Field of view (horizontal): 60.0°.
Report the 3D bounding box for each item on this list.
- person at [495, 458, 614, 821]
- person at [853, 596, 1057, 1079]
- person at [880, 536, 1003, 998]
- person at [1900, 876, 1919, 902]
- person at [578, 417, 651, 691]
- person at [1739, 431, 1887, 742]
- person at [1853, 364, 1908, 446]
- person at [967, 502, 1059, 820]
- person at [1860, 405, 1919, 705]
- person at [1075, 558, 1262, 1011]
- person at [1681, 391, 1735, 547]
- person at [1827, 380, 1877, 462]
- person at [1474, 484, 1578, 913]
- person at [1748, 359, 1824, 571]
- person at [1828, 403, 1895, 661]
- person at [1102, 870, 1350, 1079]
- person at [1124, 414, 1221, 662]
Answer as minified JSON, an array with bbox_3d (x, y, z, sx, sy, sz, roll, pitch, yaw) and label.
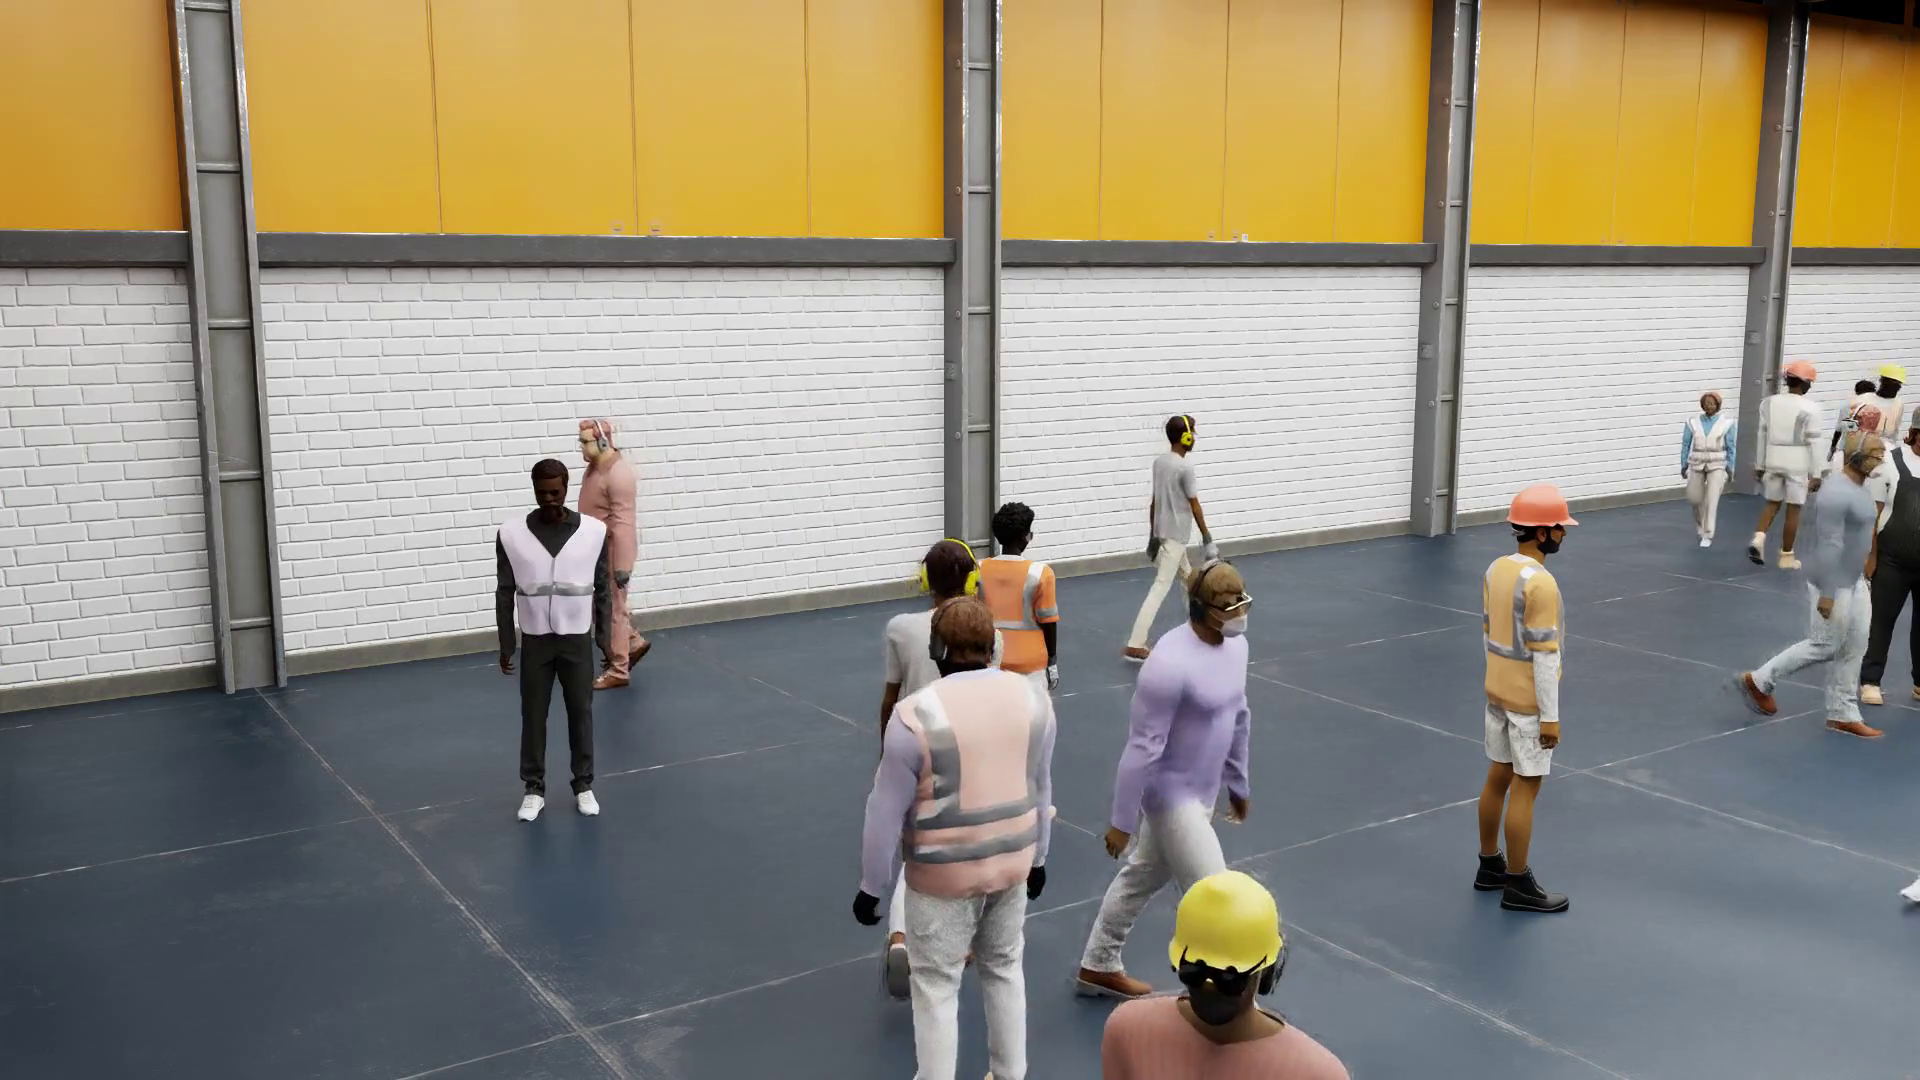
[{"bbox_3d":[-2.133,0.515,8.779,0.597,1.915,0.371,-2,10,-14],"label":"person"},{"bbox_3d":[-0.005,1.100,5.507,0.719,1.830,0.431,-6,11,-31],"label":"person"},{"bbox_3d":[-0.096,0.916,6.612,0.569,1.843,0.692,3,10,17],"label":"person"},{"bbox_3d":[4.651,0.832,7.484,0.836,1.709,0.500,-6,11,-33],"label":"person"},{"bbox_3d":[-2.406,0.096,11.384,0.450,1.884,0.660,-5,11,-28],"label":"person"},{"bbox_3d":[5.340,0.262,10.306,0.656,1.918,0.768,-9,13,-44],"label":"person"},{"bbox_3d":[9.699,-0.941,17.719,0.614,1.868,0.953,0,9,-1],"label":"person"},{"bbox_3d":[0.274,0.645,8.669,0.531,1.692,0.320,4,10,24],"label":"person"},{"bbox_3d":[6.321,0.093,10.949,0.681,2.000,0.536,2,10,10],"label":"person"},{"bbox_3d":[0.863,0.970,6.235,1.065,1.870,0.697,6,11,33],"label":"person"},{"bbox_3d":[7.806,-0.756,17.347,0.522,1.621,0.610,7,12,35],"label":"person"},{"bbox_3d":[10.060,-0.980,18.605,0.886,1.648,0.563,-3,10,-19],"label":"person"},{"bbox_3d":[2.575,0.707,7.553,0.361,1.939,0.542,-1,10,-8],"label":"person"},{"bbox_3d":[7.824,-0.697,15.729,0.525,2.031,0.641,-6,11,-32],"label":"person"},{"bbox_3d":[6.561,-0.054,12.231,0.639,1.910,0.407,-5,11,-26],"label":"person"},{"bbox_3d":[0.526,1.488,3.375,0.540,1.754,0.460,5,11,27],"label":"person"},{"bbox_3d":[1.634,-0.007,12.238,0.970,1.808,0.543,-3,10,-18],"label":"person"}]
